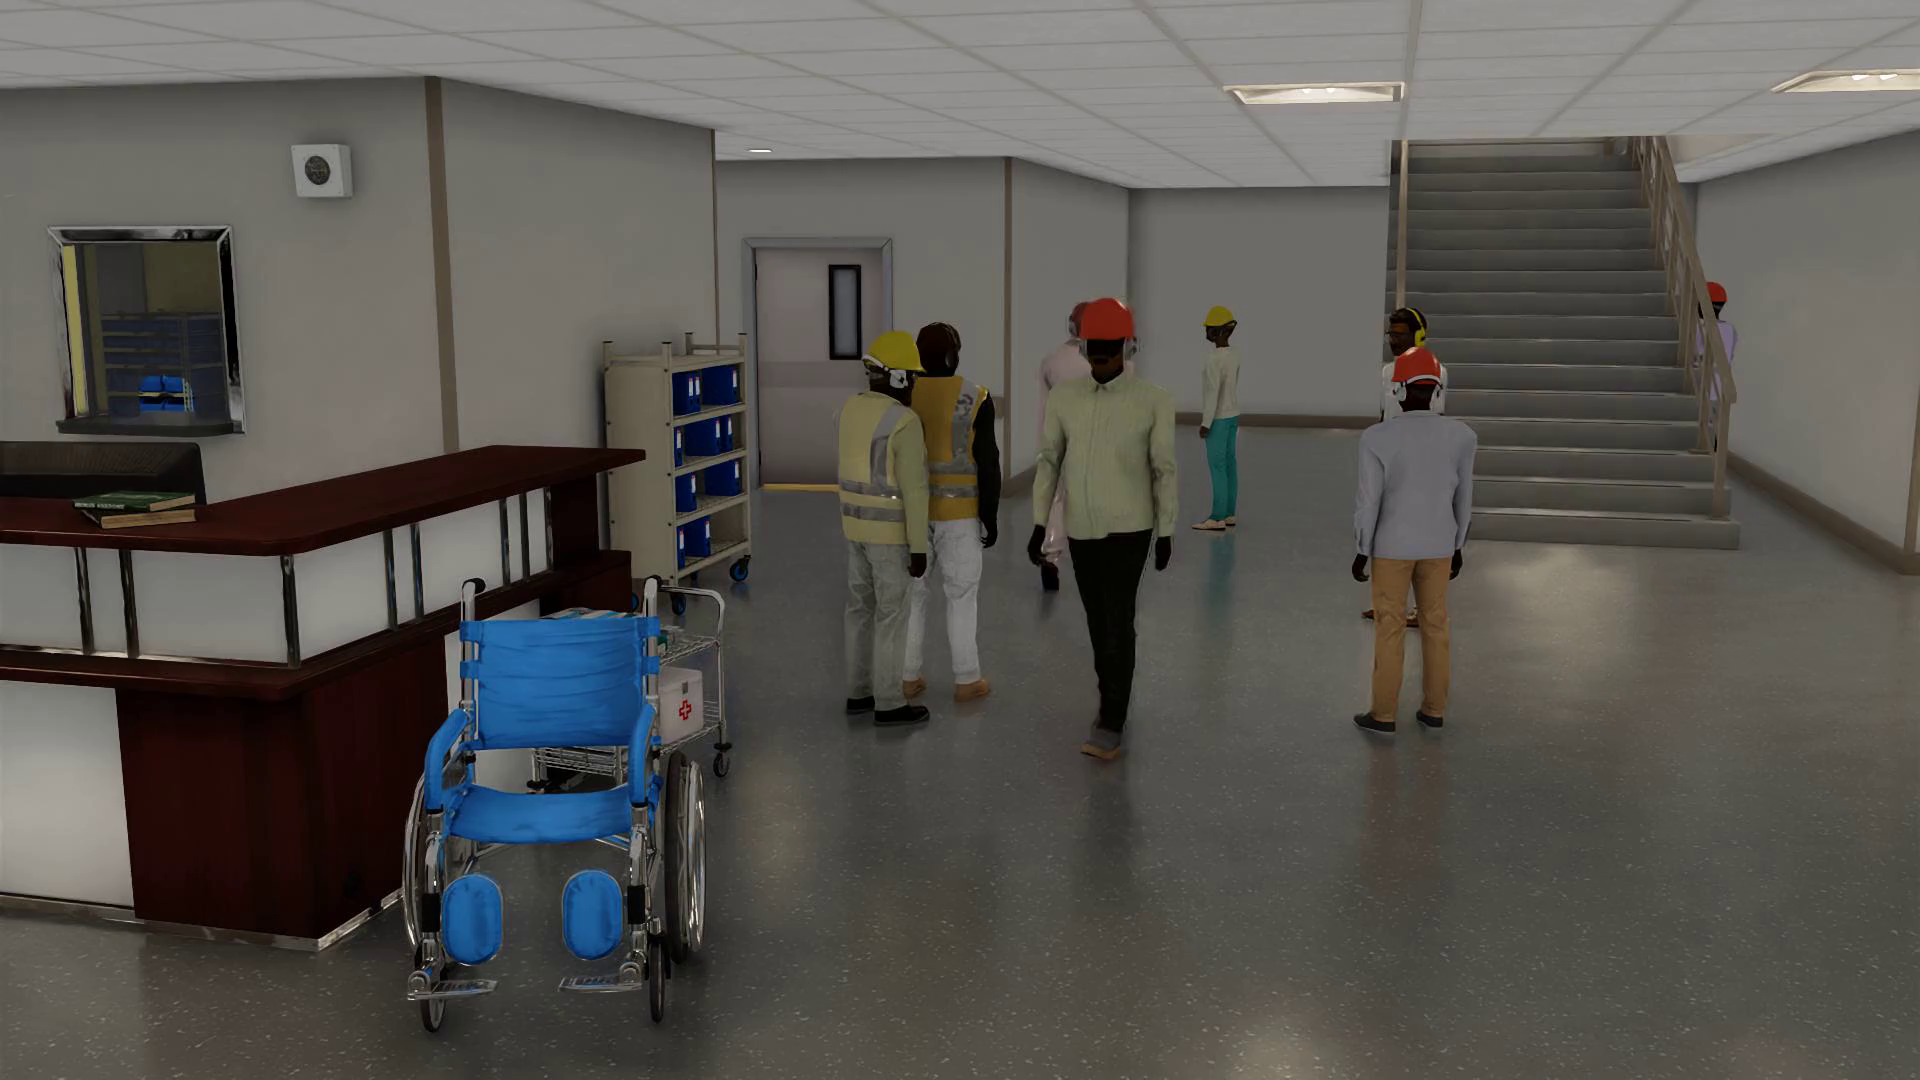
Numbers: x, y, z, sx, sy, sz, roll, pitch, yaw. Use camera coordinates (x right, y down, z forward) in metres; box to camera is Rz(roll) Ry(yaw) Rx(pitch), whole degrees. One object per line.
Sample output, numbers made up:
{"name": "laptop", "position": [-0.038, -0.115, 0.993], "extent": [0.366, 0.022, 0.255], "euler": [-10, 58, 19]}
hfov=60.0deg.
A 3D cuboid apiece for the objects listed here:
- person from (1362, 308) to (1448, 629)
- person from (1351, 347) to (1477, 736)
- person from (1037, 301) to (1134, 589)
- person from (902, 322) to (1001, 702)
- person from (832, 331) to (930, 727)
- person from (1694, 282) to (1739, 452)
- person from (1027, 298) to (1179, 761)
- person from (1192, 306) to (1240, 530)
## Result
{"name": "person", "position": [2.610, -0.420, 9.723], "extent": [0.324, 1.861, 0.511], "euler": [-6, 11, -32]}
{"name": "person", "position": [2.026, 0.009, 7.501], "extent": [0.563, 1.752, 0.328], "euler": [-2, 10, -13]}
{"name": "person", "position": [0.814, -0.611, 10.834], "extent": [0.686, 1.873, 0.878], "euler": [4, 10, 20]}
{"name": "person", "position": [-0.105, -0.130, 8.076], "extent": [0.633, 1.839, 0.429], "euler": [3, 10, 15]}
{"name": "person", "position": [-0.339, -0.045, 7.651], "extent": [0.403, 1.818, 0.601], "euler": [-8, 12, -38]}
{"name": "person", "position": [6.457, -1.259, 14.428], "extent": [0.542, 1.938, 0.357], "euler": [-6, 12, -34]}
{"name": "person", "position": [0.592, -0.054, 7.228], "extent": [0.608, 1.960, 0.925], "euler": [5, 11, 29]}
{"name": "person", "position": [2.040, -0.959, 13.165], "extent": [0.312, 1.769, 0.525], "euler": [6, 11, 30]}
